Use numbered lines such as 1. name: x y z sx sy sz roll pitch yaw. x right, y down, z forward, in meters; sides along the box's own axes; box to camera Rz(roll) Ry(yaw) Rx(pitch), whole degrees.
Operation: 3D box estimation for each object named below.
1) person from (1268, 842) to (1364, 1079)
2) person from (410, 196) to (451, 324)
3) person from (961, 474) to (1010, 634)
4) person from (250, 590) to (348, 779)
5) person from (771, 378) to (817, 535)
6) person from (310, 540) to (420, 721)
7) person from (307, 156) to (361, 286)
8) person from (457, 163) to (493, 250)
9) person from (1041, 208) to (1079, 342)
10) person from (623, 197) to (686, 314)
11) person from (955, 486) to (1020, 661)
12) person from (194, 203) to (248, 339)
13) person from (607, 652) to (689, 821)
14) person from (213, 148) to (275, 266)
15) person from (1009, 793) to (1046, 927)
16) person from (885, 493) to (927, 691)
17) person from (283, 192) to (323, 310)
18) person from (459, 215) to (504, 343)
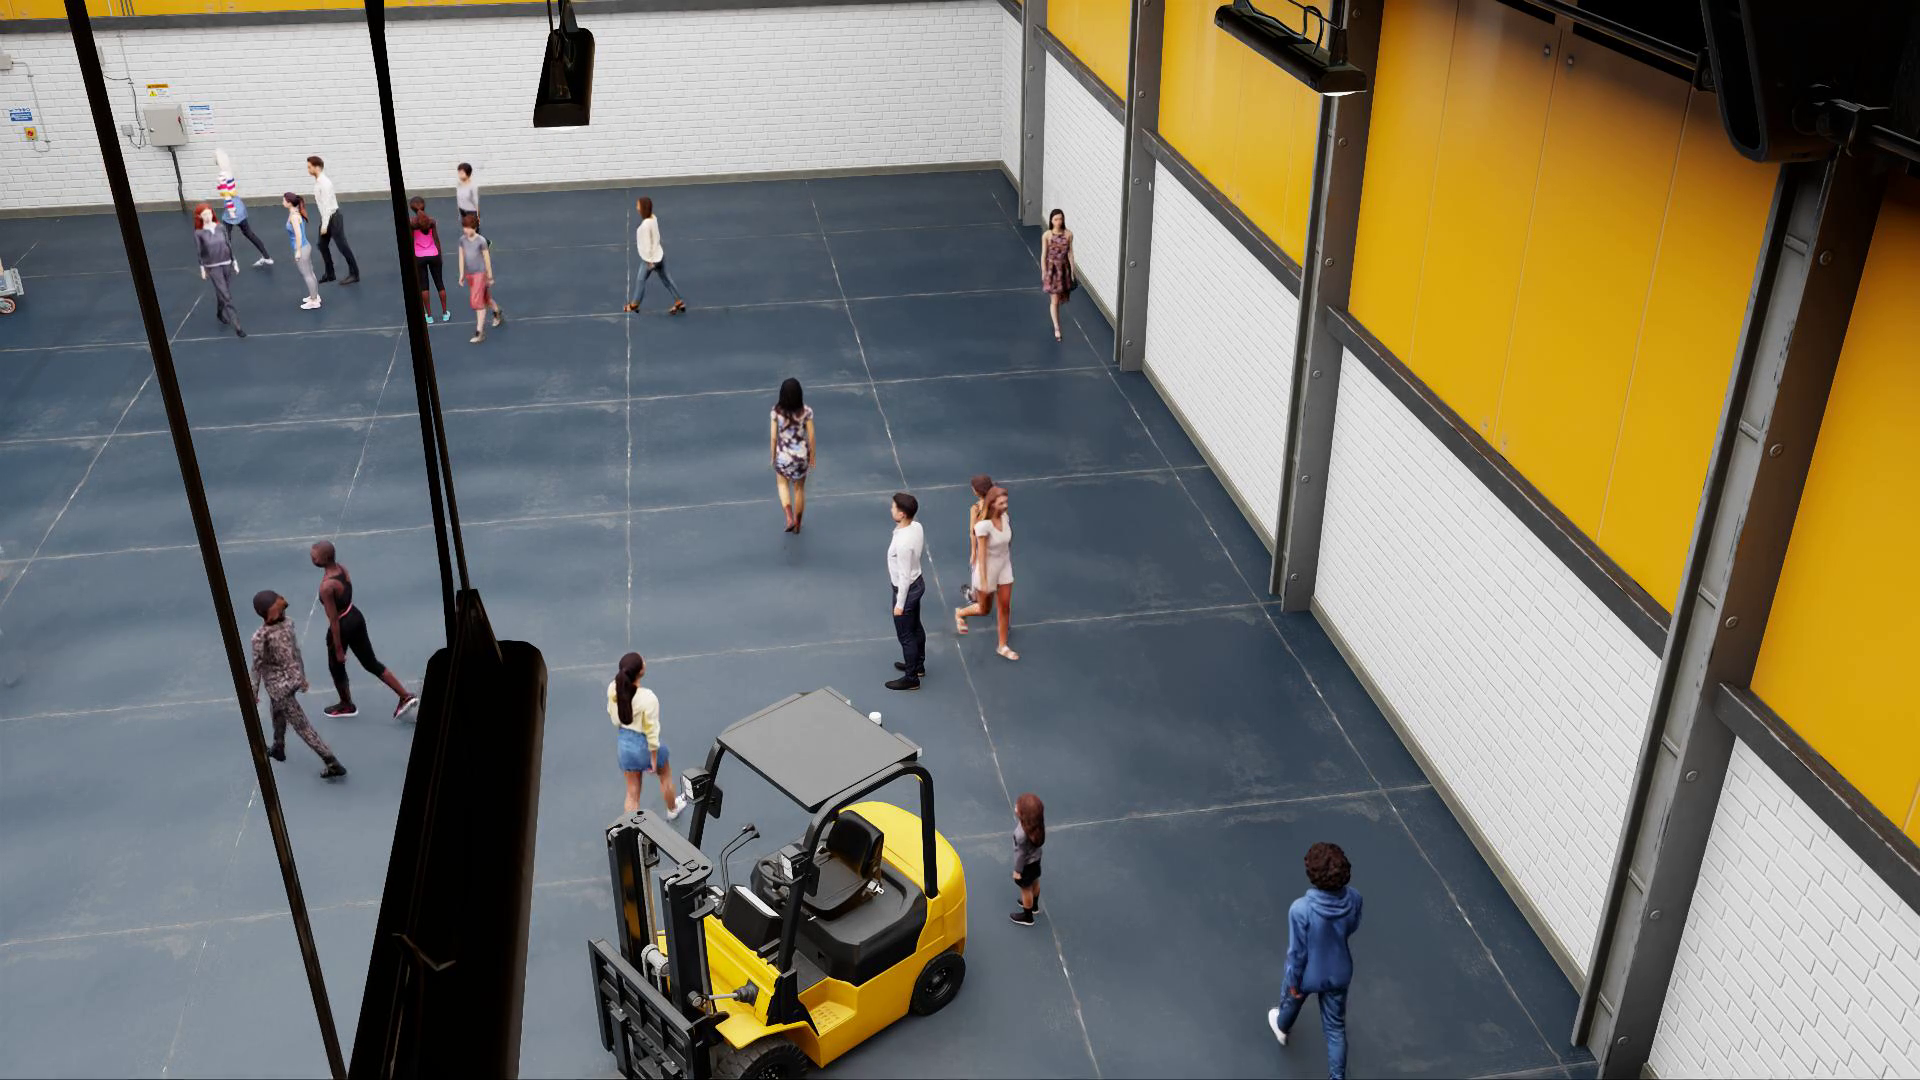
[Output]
1. person: 2.275 2.714 10.343 0.673 1.779 1.111 -5 29 -9
2. person: -7.137 -3.763 22.272 0.601 1.726 0.618 -12 31 -20
3. person: 0.297 0.154 15.317 0.687 1.510 1.080 -10 30 -17
4. person: -5.308 1.201 13.226 1.018 1.674 1.144 10 30 17
5. person: -1.701 -0.794 16.833 0.633 1.723 0.719 -3 29 -5
6. person: -5.036 0.786 13.934 0.920 1.725 1.126 3 29 5
7. person: -8.790 -4.524 23.536 0.924 1.852 0.892 -20 35 -32
8. person: -7.111 -4.776 24.326 0.838 1.537 0.904 17 33 29
9. person: 1.269 -3.486 21.729 0.669 1.761 0.845 -3 29 -5
10. person: -4.062 -3.801 22.440 0.917 1.631 1.103 4 29 7
11. person: 0.238 0.261 14.939 1.038 1.684 0.894 25 38 38
12. person: -9.794 -3.572 21.916 1.196 1.731 1.046 24 37 37
13. person: -2.467 1.613 12.542 0.889 1.606 1.005 11 30 19
14. person: -10.421 -4.775 24.084 0.868 1.767 1.114 0 29 1
15. person: 0.488 2.261 11.877 0.599 1.105 0.518 13 31 22
16. person: -0.450 0.438 14.422 0.771 1.868 0.652 7 29 13
17. person: -9.023 -3.976 22.786 0.621 1.608 0.454 -6 29 -10
18. person: -6.307 -3.496 21.888 0.965 1.625 1.188 11 31 19
